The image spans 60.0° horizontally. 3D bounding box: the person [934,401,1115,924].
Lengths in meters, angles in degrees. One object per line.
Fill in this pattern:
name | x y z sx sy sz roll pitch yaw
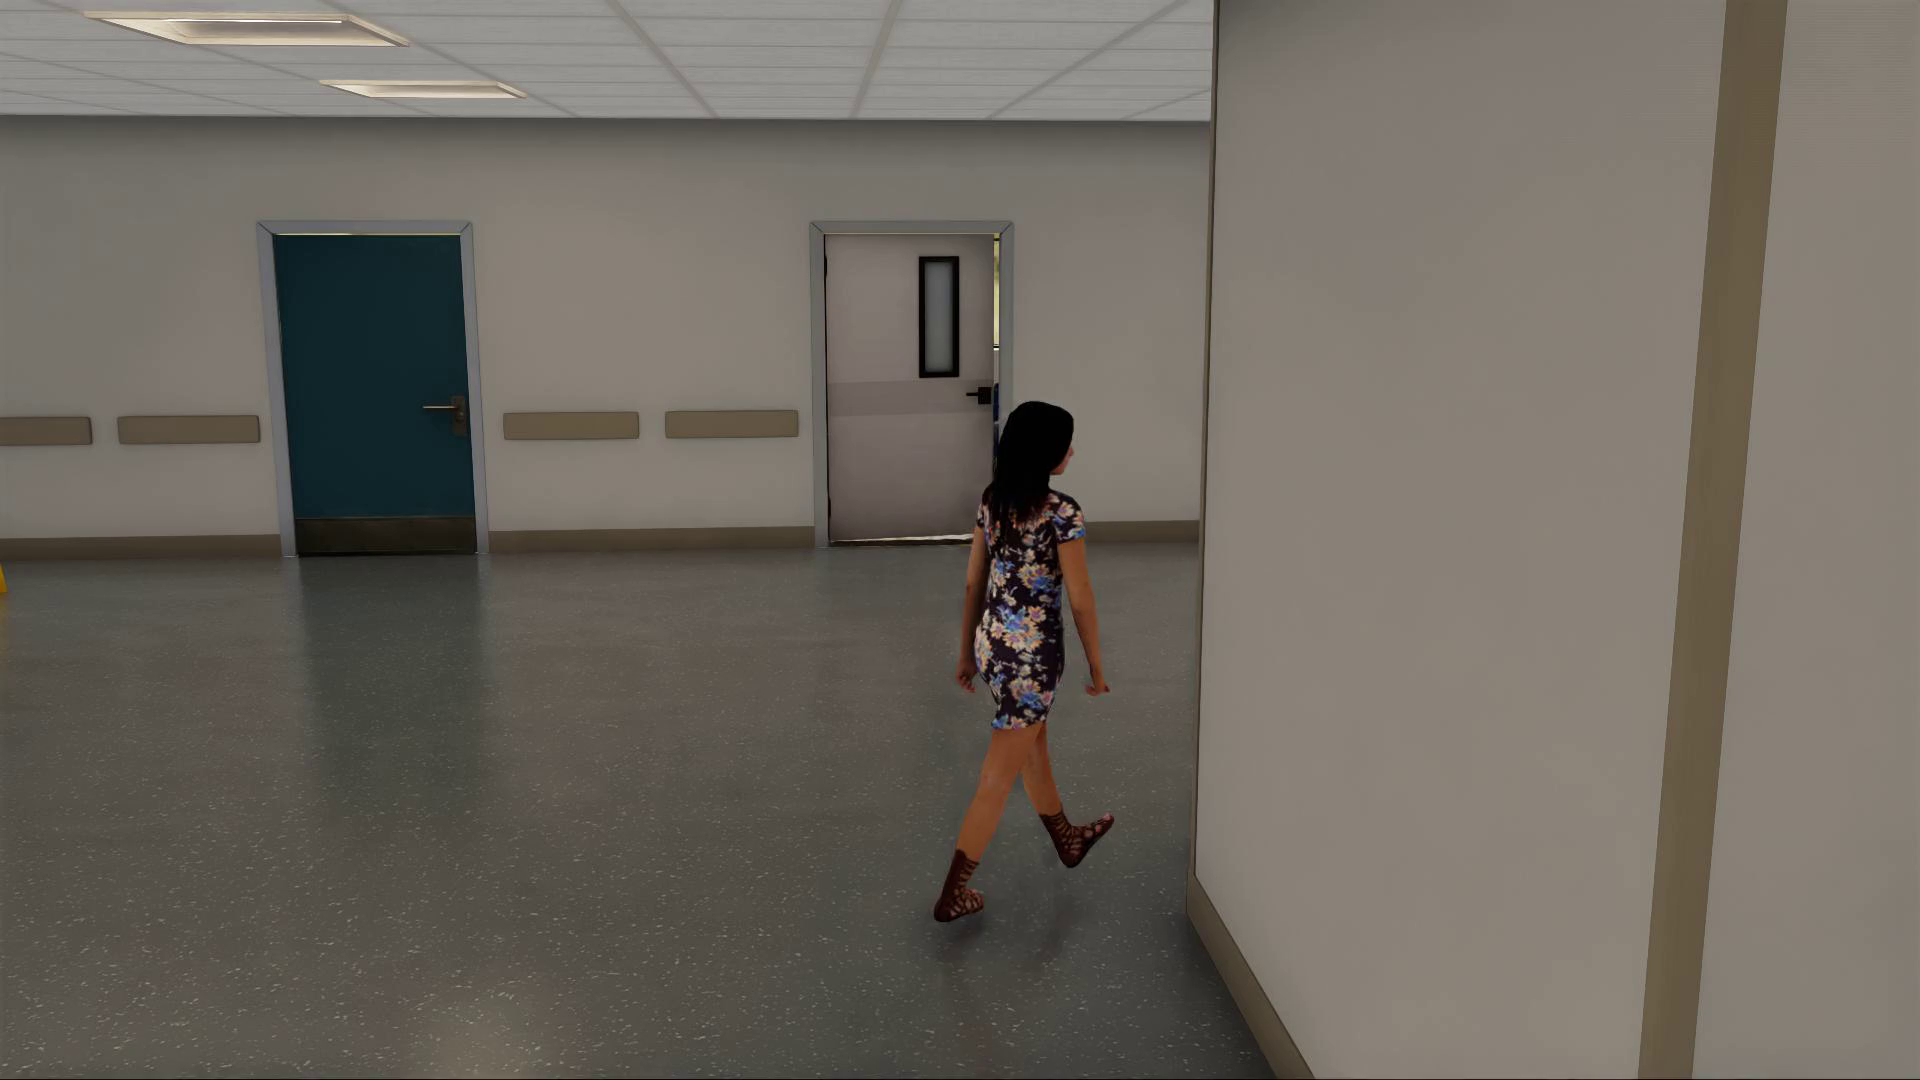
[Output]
person | 0.139 0.439 5.380 1.036 1.691 1.165 10 15 43
